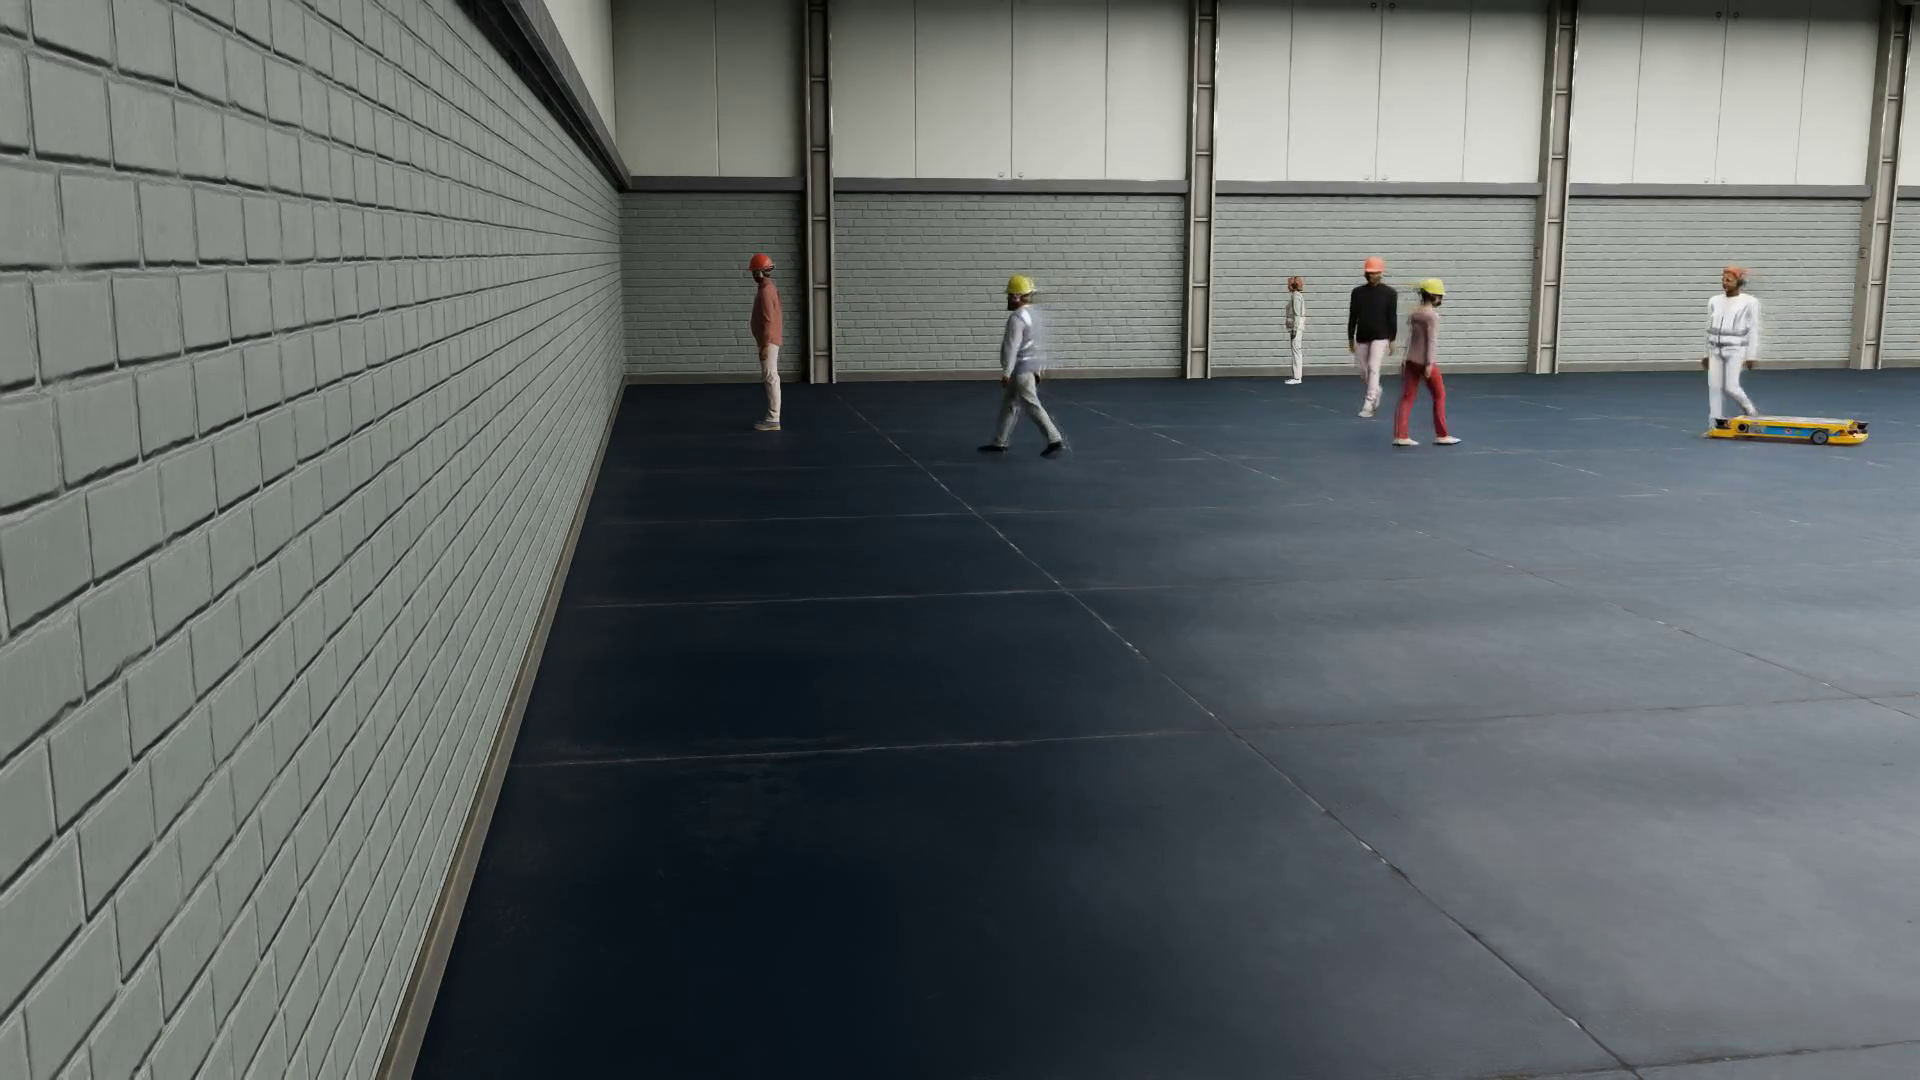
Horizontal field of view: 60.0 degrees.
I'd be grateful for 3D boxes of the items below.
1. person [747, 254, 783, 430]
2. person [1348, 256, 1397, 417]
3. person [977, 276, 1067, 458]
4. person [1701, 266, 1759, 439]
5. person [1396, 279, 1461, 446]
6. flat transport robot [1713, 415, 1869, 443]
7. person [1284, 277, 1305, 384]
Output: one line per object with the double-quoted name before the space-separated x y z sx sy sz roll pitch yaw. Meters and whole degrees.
"person" -2.206 -2.237 18.865 0.392 1.991 0.613 0 10 -1
"person" 5.102 -2.508 20.502 0.627 1.969 0.790 7 12 36
"person" 0.645 -1.705 16.402 0.950 1.791 0.605 3 10 18
"person" 8.359 -2.028 18.026 0.618 1.866 0.582 -6 11 -30
"person" 4.902 -1.835 17.304 0.780 1.733 0.526 -3 10 -18
"flat transport robot" 8.904 -1.198 17.828 1.431 0.197 0.652 6 12 33
"person" 5.105 -3.189 25.359 0.310 1.638 0.523 2 10 11
